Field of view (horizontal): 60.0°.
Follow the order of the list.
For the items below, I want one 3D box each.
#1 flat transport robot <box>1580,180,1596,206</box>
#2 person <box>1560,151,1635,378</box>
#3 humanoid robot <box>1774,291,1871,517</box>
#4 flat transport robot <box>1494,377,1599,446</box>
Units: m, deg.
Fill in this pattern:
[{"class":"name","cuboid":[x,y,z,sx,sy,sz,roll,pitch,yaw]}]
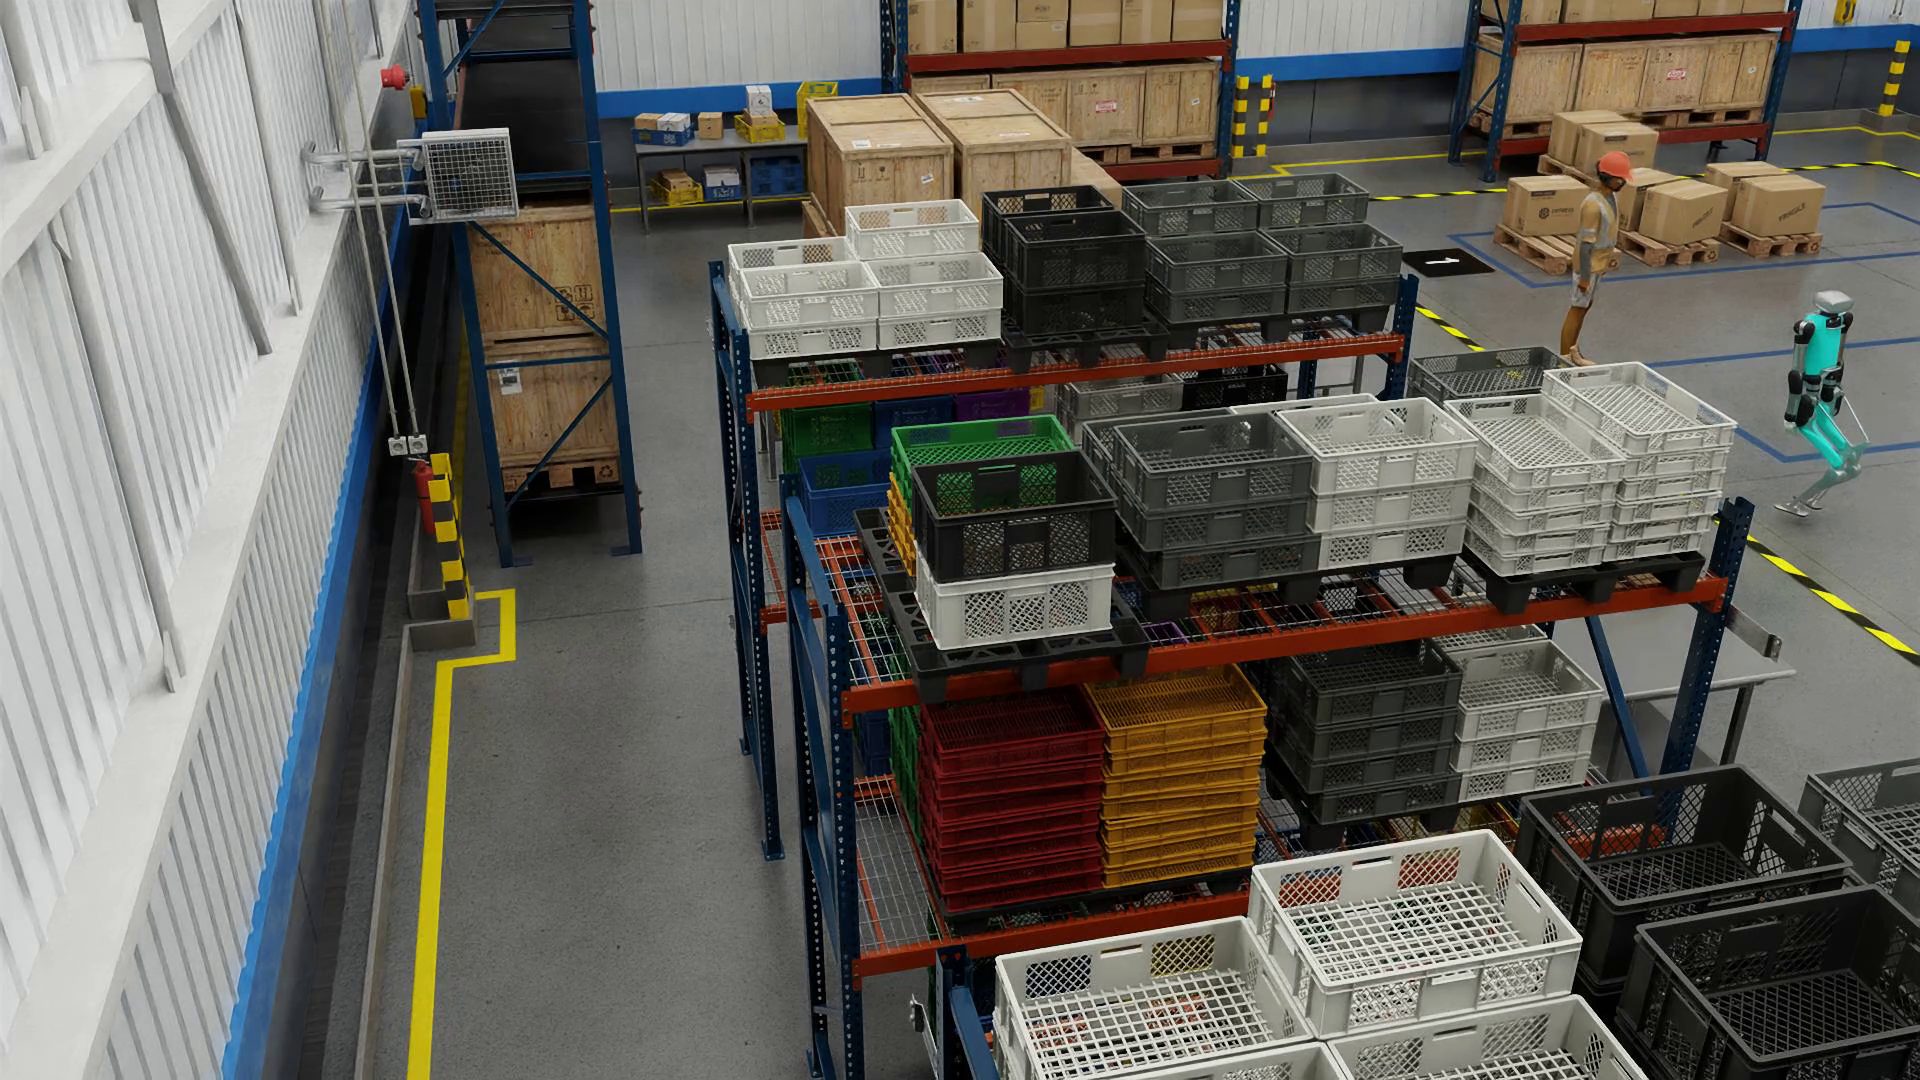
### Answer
[{"class":"flat transport robot","cuboid":[7.635,-4.193,19.973,1.431,0.197,0.652,-6,28,-12]},{"class":"person","cuboid":[5.635,-2.438,14.774,0.380,2.042,0.604,17,32,29]},{"class":"humanoid robot","cuboid":[6.365,-0.937,12.107,0.533,1.675,0.735,-14,31,-25]},{"class":"flat transport robot","cuboid":[4.780,-1.036,14.013,0.659,0.231,1.431,-6,28,-12]}]
